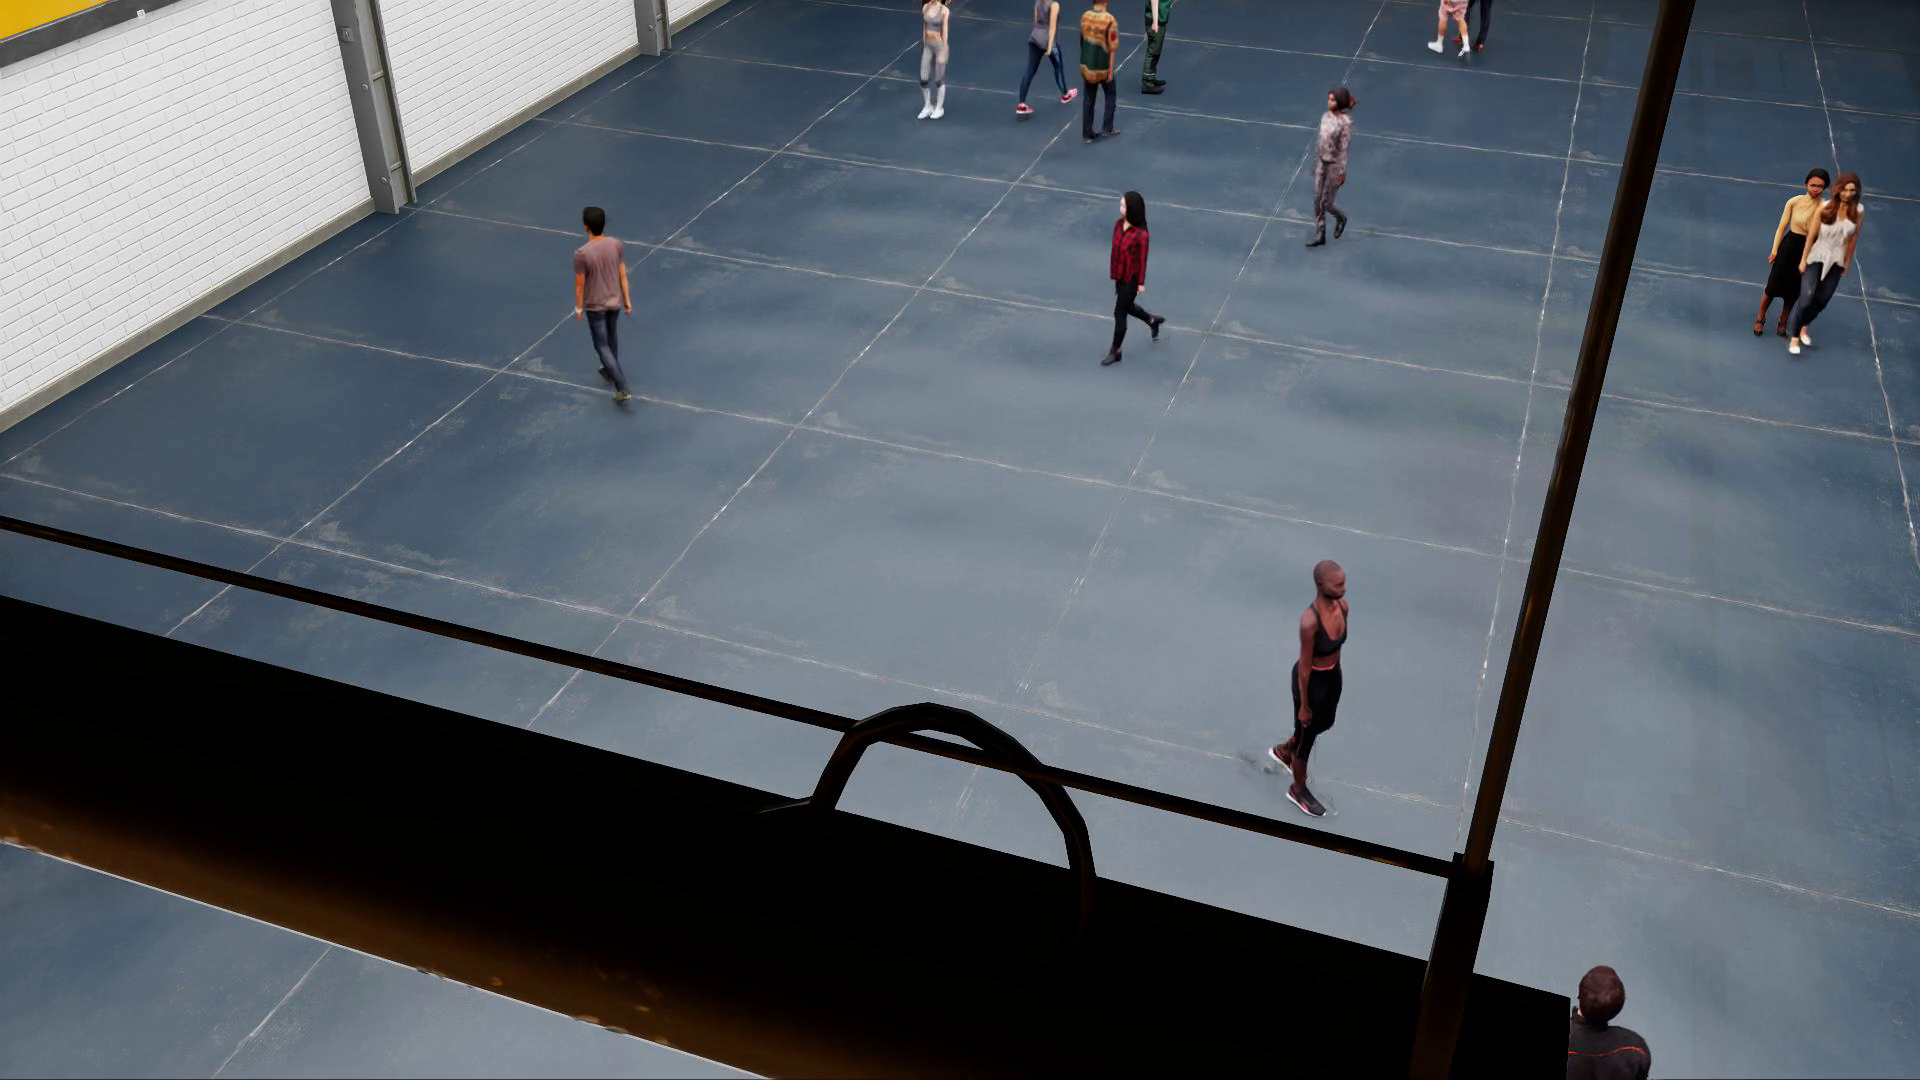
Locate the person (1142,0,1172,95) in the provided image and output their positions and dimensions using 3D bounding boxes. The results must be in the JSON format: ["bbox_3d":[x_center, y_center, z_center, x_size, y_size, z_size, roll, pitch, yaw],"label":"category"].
[{"bbox_3d":[2.533,-6.699,21.401,0.727,1.841,0.550,5,34,8],"label":"person"}]

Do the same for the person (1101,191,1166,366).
[{"bbox_3d":[1.598,-2.399,15.118,1.068,1.635,0.941,-20,39,-27],"label":"person"}]

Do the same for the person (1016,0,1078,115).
[{"bbox_3d":[0.975,-6.081,20.640,1.326,1.653,0.966,-28,43,-35],"label":"person"}]

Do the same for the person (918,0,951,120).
[{"bbox_3d":[-0.245,-6.064,20.582,0.604,1.689,0.656,18,38,25],"label":"person"}]

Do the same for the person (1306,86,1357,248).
[{"bbox_3d":[3.904,-3.861,17.254,0.859,1.704,0.788,-18,38,-25],"label":"person"}]

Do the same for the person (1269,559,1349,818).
[{"bbox_3d":[2.126,0.847,10.124,0.828,1.757,0.830,-28,43,-35],"label":"person"}]

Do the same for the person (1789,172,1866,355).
[{"bbox_3d":[7.914,-2.566,15.248,0.683,1.768,0.786,5,34,8],"label":"person"}]

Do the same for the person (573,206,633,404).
[{"bbox_3d":[-3.064,-2.014,14.436,1.092,1.749,1.043,-25,41,-32],"label":"person"}]

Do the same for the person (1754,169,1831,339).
[{"bbox_3d":[7.788,-2.665,15.501,0.601,1.654,0.571,7,34,11],"label":"person"}]

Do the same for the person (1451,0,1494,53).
[{"bbox_3d":[7.222,-7.606,22.799,0.911,1.804,0.973,-7,34,-11],"label":"person"}]

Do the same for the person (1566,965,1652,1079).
[{"bbox_3d":[2.676,2.707,7.291,0.954,1.794,1.264,1,34,2],"label":"person"}]

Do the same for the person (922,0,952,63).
[{"bbox_3d":[-0.371,-7.343,22.462,0.896,1.738,1.199,1,34,2],"label":"person"}]

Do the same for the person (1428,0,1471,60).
[{"bbox_3d":[6.804,-7.408,22.534,1.042,1.766,1.125,-12,35,-17],"label":"person"}]

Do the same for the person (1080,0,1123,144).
[{"bbox_3d":[1.590,-5.625,19.837,0.810,1.783,0.888,23,40,30],"label":"person"}]
